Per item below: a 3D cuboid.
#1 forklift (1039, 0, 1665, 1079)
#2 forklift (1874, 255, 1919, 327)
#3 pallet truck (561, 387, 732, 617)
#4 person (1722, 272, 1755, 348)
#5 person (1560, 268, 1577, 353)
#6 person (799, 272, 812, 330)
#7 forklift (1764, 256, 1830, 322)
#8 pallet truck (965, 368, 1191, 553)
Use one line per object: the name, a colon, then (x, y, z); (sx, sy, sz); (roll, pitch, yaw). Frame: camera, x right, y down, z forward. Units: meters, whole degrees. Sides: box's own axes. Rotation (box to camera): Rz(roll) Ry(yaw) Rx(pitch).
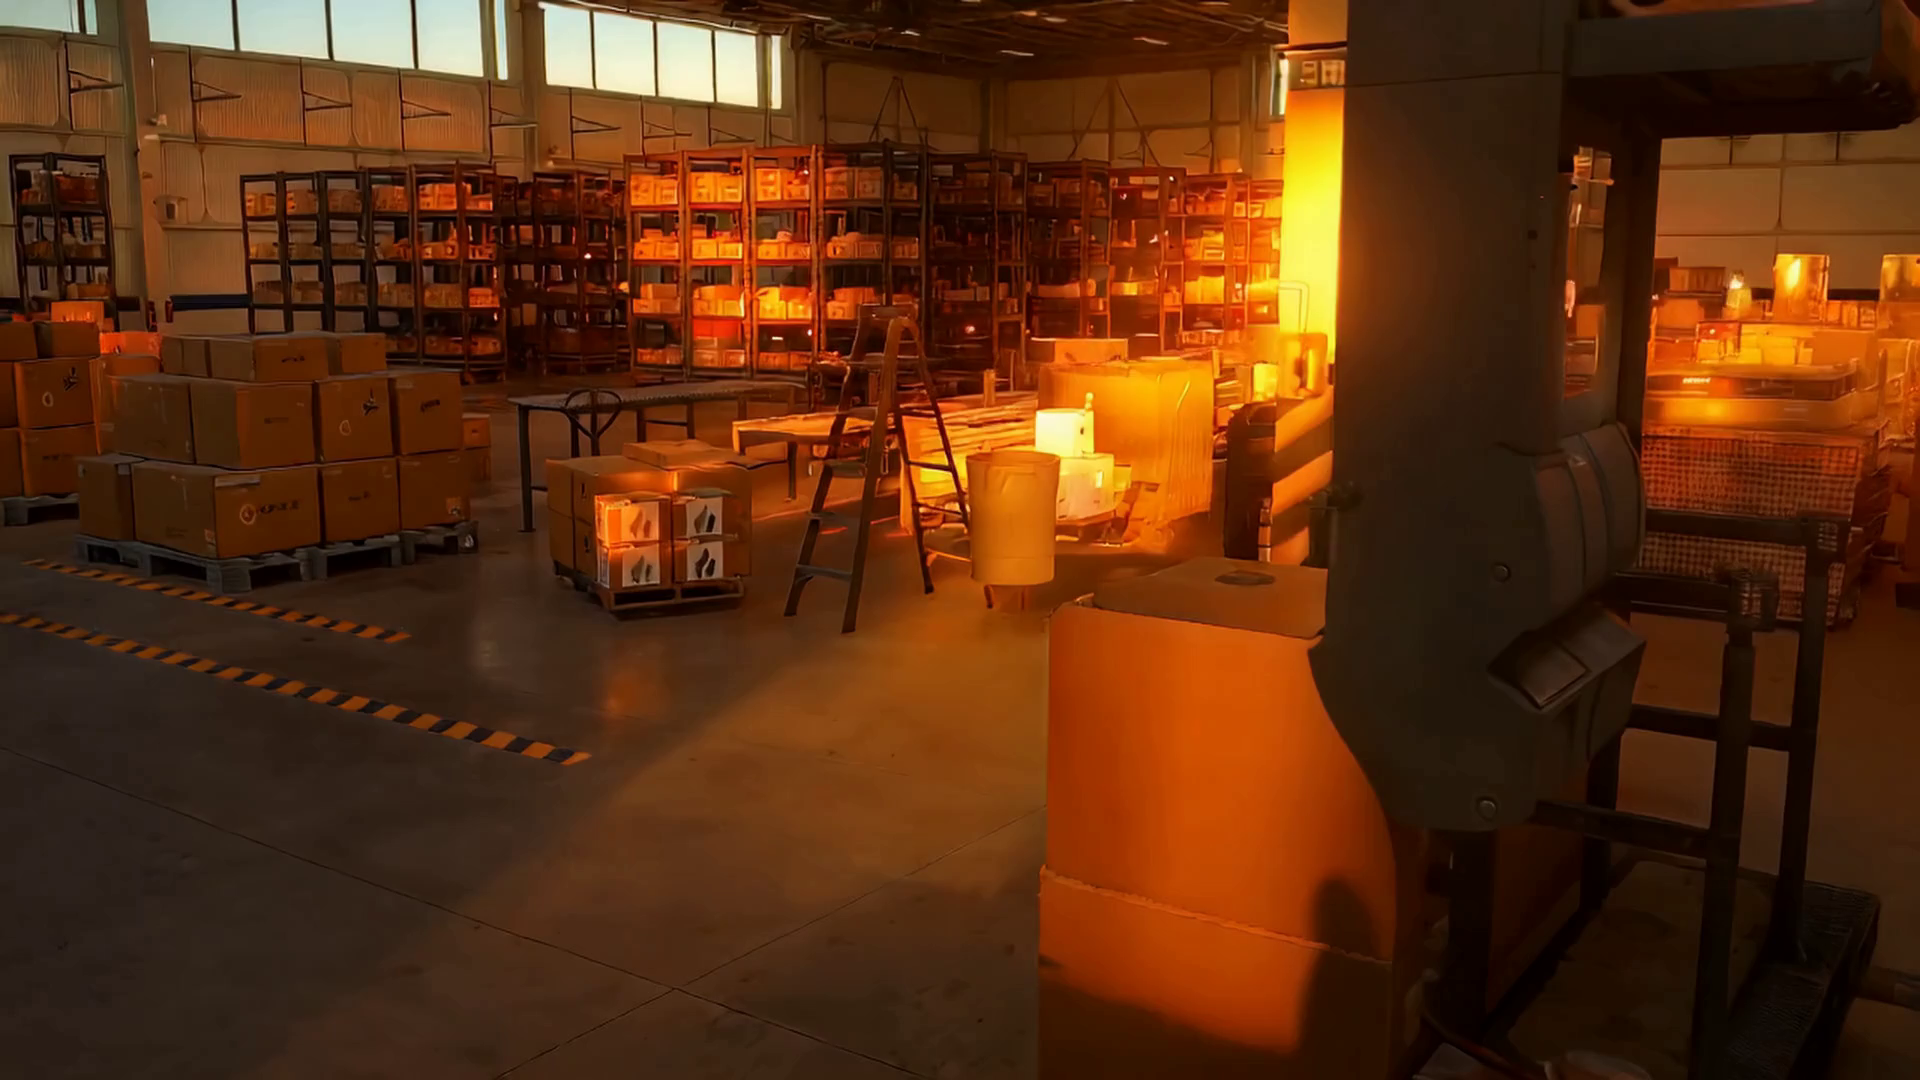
forklift: (1.249, -0.137, 4.360); (1.873, 2.768, 1.129); (7, 12, 35)
forklift: (22.089, -5.634, 38.796); (1.157, 1.987, 2.680); (6, 11, 33)
pallet truck: (-1.981, -0.274, 10.088); (0.680, 1.201, 1.601); (-5, 11, -28)
person: (16.004, -4.604, 34.165); (0.812, 1.808, 0.599); (-3, 10, -17)
person: (13.142, -5.017, 36.471); (0.997, 1.845, 0.665); (-7, 12, -38)
person: (-3.425, -4.834, 35.506); (0.920, 1.796, 0.606); (8, 13, 41)
forklift: (20.253, -5.854, 40.139); (1.157, 1.987, 2.680); (7, 12, 35)
pallet truck: (0.845, -0.609, 11.869); (1.630, 1.274, 0.653); (7, 12, 35)
